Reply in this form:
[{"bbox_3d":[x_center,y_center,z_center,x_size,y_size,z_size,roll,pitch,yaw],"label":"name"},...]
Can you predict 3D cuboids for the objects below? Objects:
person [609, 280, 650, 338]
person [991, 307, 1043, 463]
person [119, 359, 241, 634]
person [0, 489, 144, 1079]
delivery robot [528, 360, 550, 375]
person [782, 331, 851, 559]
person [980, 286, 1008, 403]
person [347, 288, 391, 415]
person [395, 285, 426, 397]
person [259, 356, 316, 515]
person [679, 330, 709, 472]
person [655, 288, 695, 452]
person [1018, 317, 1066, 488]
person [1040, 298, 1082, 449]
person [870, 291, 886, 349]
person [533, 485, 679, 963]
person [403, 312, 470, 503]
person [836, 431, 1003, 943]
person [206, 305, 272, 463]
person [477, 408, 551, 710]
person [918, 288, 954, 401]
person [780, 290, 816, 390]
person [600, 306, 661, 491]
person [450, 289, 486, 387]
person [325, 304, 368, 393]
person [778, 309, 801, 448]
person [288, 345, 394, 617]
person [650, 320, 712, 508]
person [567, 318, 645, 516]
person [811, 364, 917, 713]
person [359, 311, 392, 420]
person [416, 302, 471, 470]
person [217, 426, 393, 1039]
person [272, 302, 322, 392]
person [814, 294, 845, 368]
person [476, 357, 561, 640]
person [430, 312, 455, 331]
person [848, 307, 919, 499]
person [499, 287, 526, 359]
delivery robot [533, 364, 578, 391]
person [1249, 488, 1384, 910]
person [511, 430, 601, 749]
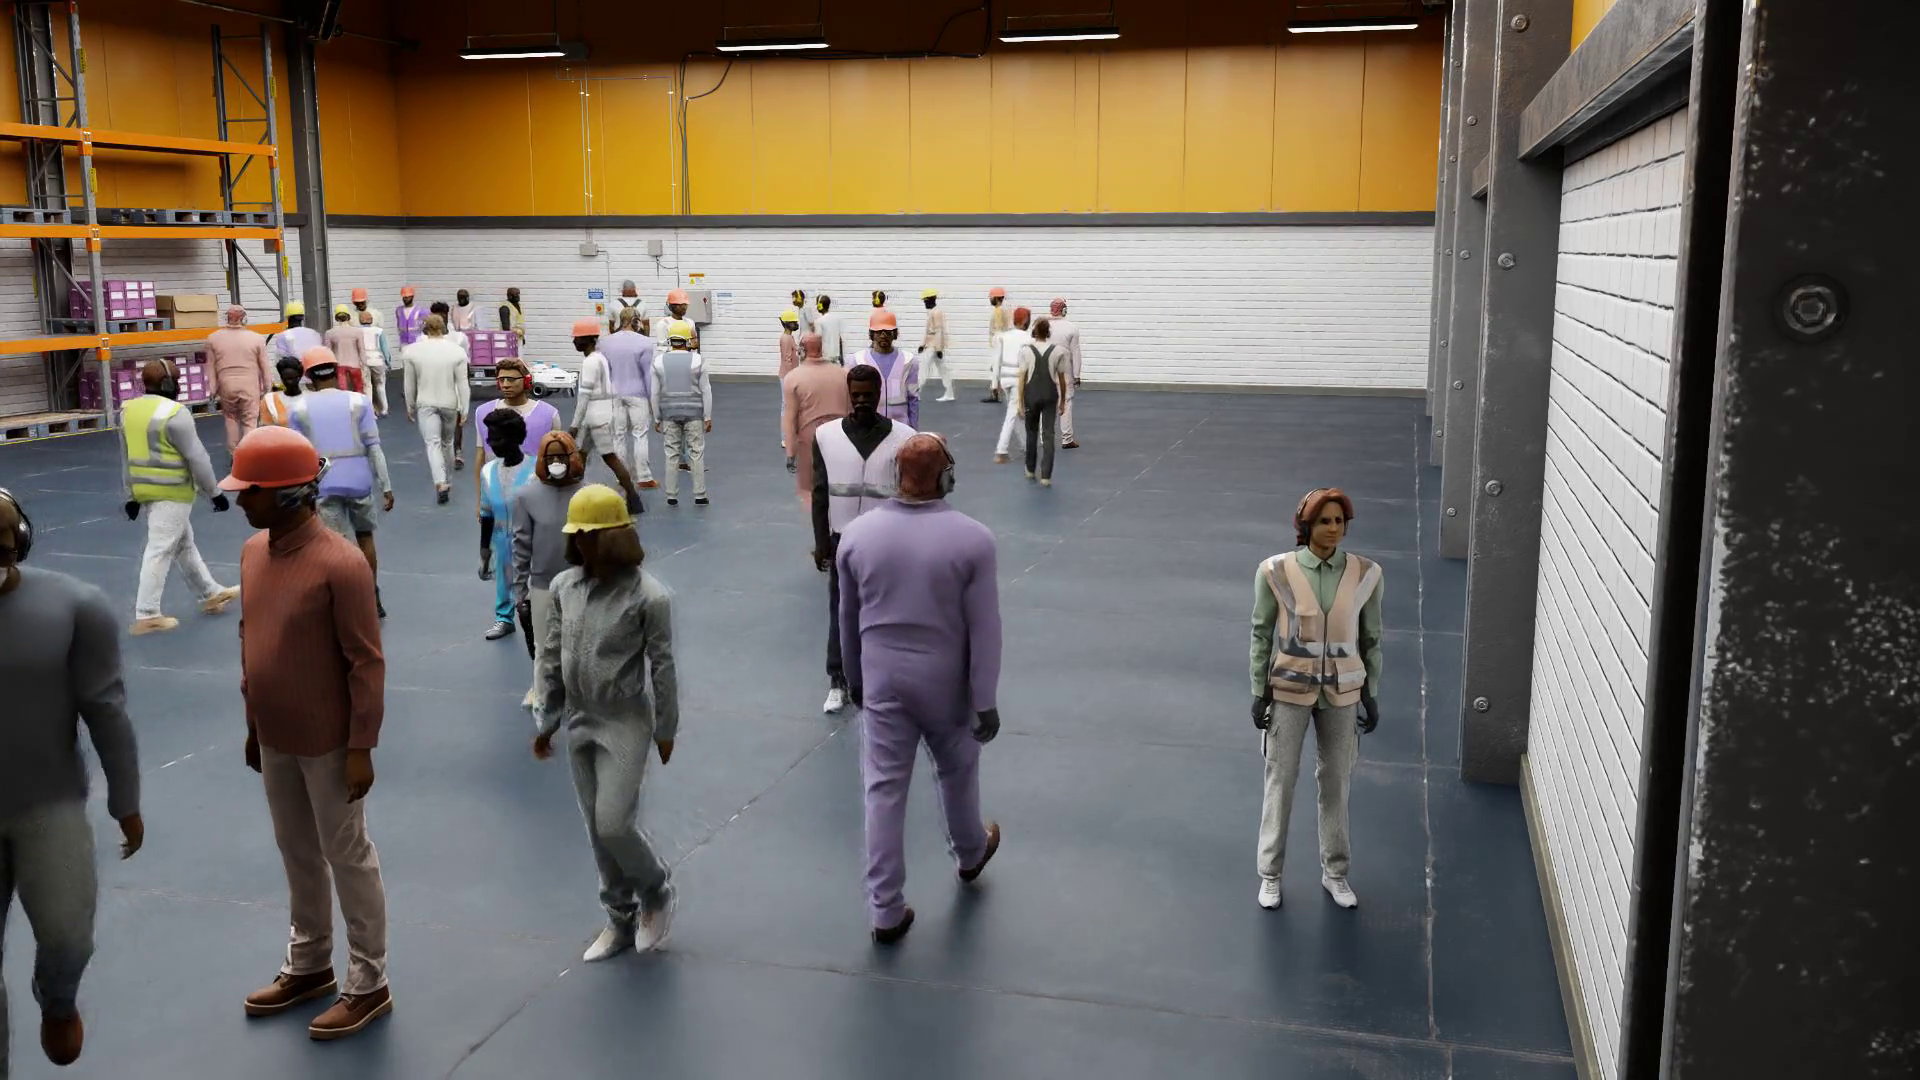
[{"bbox_3d":[-5.690,-3.515,28.652,0.683,2.000,1.001,-3,10,-17],"label":"person"},{"bbox_3d":[0.704,-1.853,19.857,0.597,1.822,1.000,8,13,38],"label":"person"},{"bbox_3d":[-5.230,-0.313,11.215,0.636,1.795,0.954,7,12,35],"label":"person"},{"bbox_3d":[-2.714,0.769,4.760,0.699,1.909,0.542,-4,11,-23],"label":"person"},{"bbox_3d":[-7.344,-2.906,29.143,0.477,0.478,0.707,-5,11,-27],"label":"delivery robot"},{"bbox_3d":[-1.117,-0.741,13.449,0.652,1.878,0.582,-7,12,-34],"label":"person"},{"bbox_3d":[0.690,-3.163,27.013,0.671,1.920,0.550,3,10,14],"label":"person"},{"bbox_3d":[-9.071,-2.887,25.421,0.666,1.942,1.021,-3,10,-14],"label":"person"},{"bbox_3d":[-9.353,-3.416,28.504,0.549,1.907,0.913,1,10,6],"label":"person"},{"bbox_3d":[-5.391,-0.665,13.529,0.550,1.681,0.434,-3,10,-16],"label":"person"},{"bbox_3d":[-3.070,-1.584,18.865,0.279,1.636,0.505,-7,12,-36],"label":"person"},{"bbox_3d":[-3.432,-2.057,20.391,0.373,2.043,0.615,7,12,34],"label":"person"},{"bbox_3d":[0.878,-1.491,17.898,0.528,1.787,0.980,0,10,-2],"label":"person"},{"bbox_3d":[1.247,-2.107,21.063,0.649,1.907,0.409,5,11,25],"label":"person"},{"bbox_3d":[-1.351,-3.210,27.559,0.968,1.818,0.545,2,10,13],"label":"person"},{"bbox_3d":[-1.265,0.662,5.882,0.488,1.732,0.373,5,11,28],"label":"person"},{"bbox_3d":[-5.250,-1.335,16.745,0.617,1.902,0.983,-4,11,-24],"label":"person"},{"bbox_3d":[-0.120,0.513,6.344,0.673,1.855,0.960,3,10,16],"label":"person"},{"bbox_3d":[-8.212,-1.738,19.028,0.672,1.885,0.608,-2,10,-12],"label":"person"},{"bbox_3d":[-2.438,0.101,9.189,0.560,1.670,0.564,6,12,29],"label":"person"},{"bbox_3d":[-0.528,-3.207,27.402,0.959,1.872,0.589,0,10,0],"label":"person"},{"bbox_3d":[-2.636,-3.499,29.309,1.006,1.798,0.503,-2,10,-11],"label":"person"},{"bbox_3d":[-3.453,-1.480,17.438,0.627,1.933,0.374,4,11,21],"label":"person"},{"bbox_3d":[-8.805,-3.611,29.884,0.630,1.813,0.818,3,10,15],"label":"person"},{"bbox_3d":[-8.581,-2.419,23.279,0.554,1.731,0.769,-3,10,-17],"label":"person"},{"bbox_3d":[-2.152,-2.048,21.126,0.311,1.769,0.525,-1,10,-5],"label":"person"},{"bbox_3d":[-4.141,-0.353,11.172,0.629,1.888,0.645,-3,10,-17],"label":"person"},{"bbox_3d":[-2.711,-1.222,16.256,0.588,1.835,0.403,0,10,0],"label":"person"},{"bbox_3d":[-3.465,-1.143,15.671,0.992,1.884,0.563,-1,10,-8],"label":"person"},{"bbox_3d":[-0.518,-0.011,9.155,0.590,1.920,0.399,-1,10,-3],"label":"person"},{"bbox_3d":[-8.705,-2.591,24.661,0.568,1.590,0.850,-2,10,-12],"label":"person"},{"bbox_3d":[-5.931,-1.766,19.106,0.623,1.908,1.004,-4,11,-19],"label":"person"},{"bbox_3d":[-2.123,0.618,5.385,0.623,1.990,0.390,6,12,32],"label":"person"},{"bbox_3d":[-8.139,-1.989,20.489,1.017,1.872,0.602,5,11,28],"label":"person"},{"bbox_3d":[-1.914,-2.701,24.597,0.449,1.846,0.550,8,13,39],"label":"person"},{"bbox_3d":[-2.865,-0.271,10.838,0.566,1.846,0.389,0,10,2],"label":"person"},{"bbox_3d":[-8.117,-2.844,26.008,0.499,1.634,0.288,-10,14,-44],"label":"person"},{"bbox_3d":[-0.636,-0.935,14.036,0.611,2.043,0.375,-2,10,-10],"label":"person"},{"bbox_3d":[-8.067,-3.649,30.033,0.438,1.827,0.653,3,10,15],"label":"person"},{"bbox_3d":[-6.843,-2.726,28.126,0.707,0.478,0.477,0,10,2],"label":"delivery robot"},{"bbox_3d":[1.368,0.609,6.423,0.514,1.645,0.309,0,10,-1],"label":"person"},{"bbox_3d":[-2.018,0.250,8.488,0.509,1.632,0.266,-2,10,-14],"label":"person"}]
